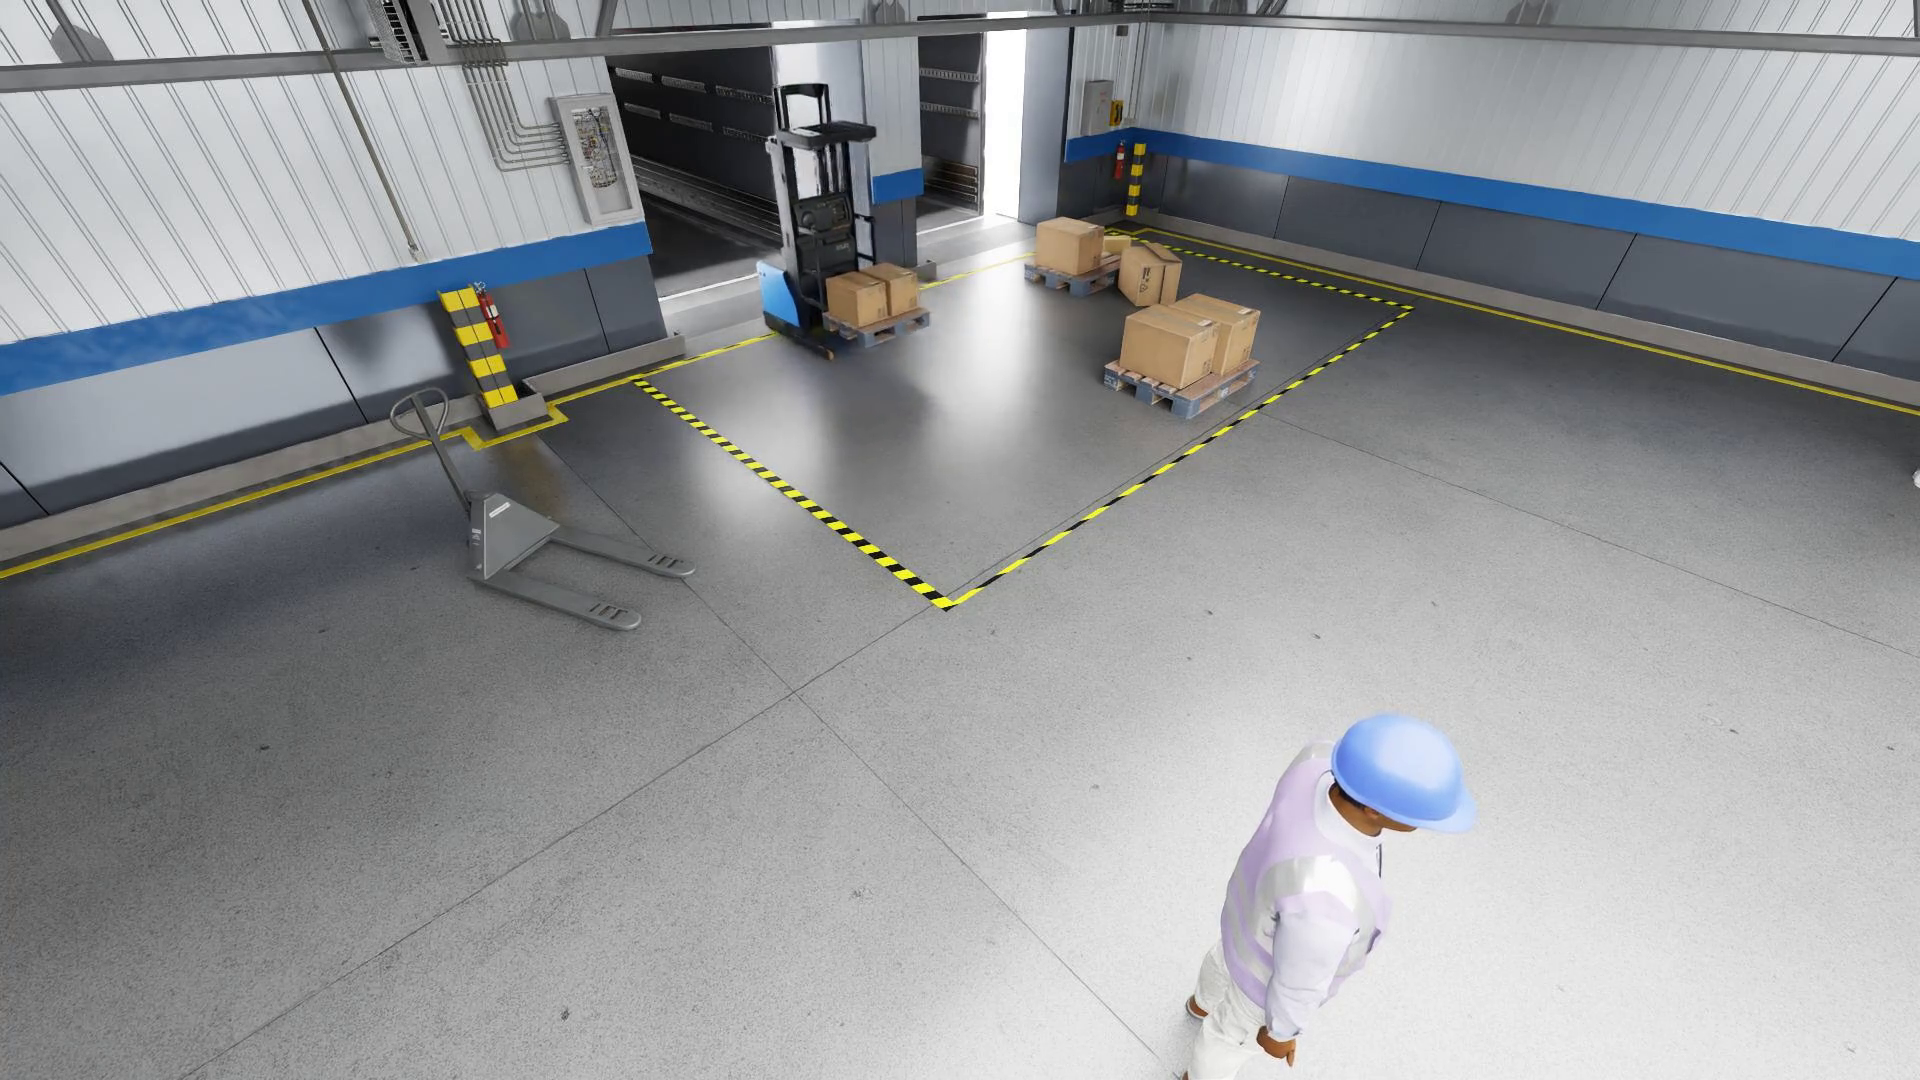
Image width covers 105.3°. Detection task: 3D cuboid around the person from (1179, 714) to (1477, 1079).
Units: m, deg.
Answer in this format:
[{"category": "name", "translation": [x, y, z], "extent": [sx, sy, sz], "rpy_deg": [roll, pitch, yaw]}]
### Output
[{"category": "person", "translation": [0.962, 1.177, 2.171], "extent": [0.389, 1.948, 0.604], "rpy_deg": [14, 40, 17]}]

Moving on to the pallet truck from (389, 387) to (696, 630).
[{"category": "pallet truck", "translation": [-2.613, -0.247, 4.593], "extent": [1.601, 1.201, 0.680], "rpy_deg": [14, 40, 17]}]

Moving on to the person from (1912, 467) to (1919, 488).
[{"category": "person", "translation": [7.817, -1.103, 5.286], "extent": [0.484, 1.744, 0.294], "rpy_deg": [14, 40, 18]}]

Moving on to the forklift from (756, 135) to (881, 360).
[{"category": "forklift", "translation": [-1.678, -3.187, 7.742], "extent": [0.716, 2.013, 0.776], "rpy_deg": [-31, 47, -33]}]
